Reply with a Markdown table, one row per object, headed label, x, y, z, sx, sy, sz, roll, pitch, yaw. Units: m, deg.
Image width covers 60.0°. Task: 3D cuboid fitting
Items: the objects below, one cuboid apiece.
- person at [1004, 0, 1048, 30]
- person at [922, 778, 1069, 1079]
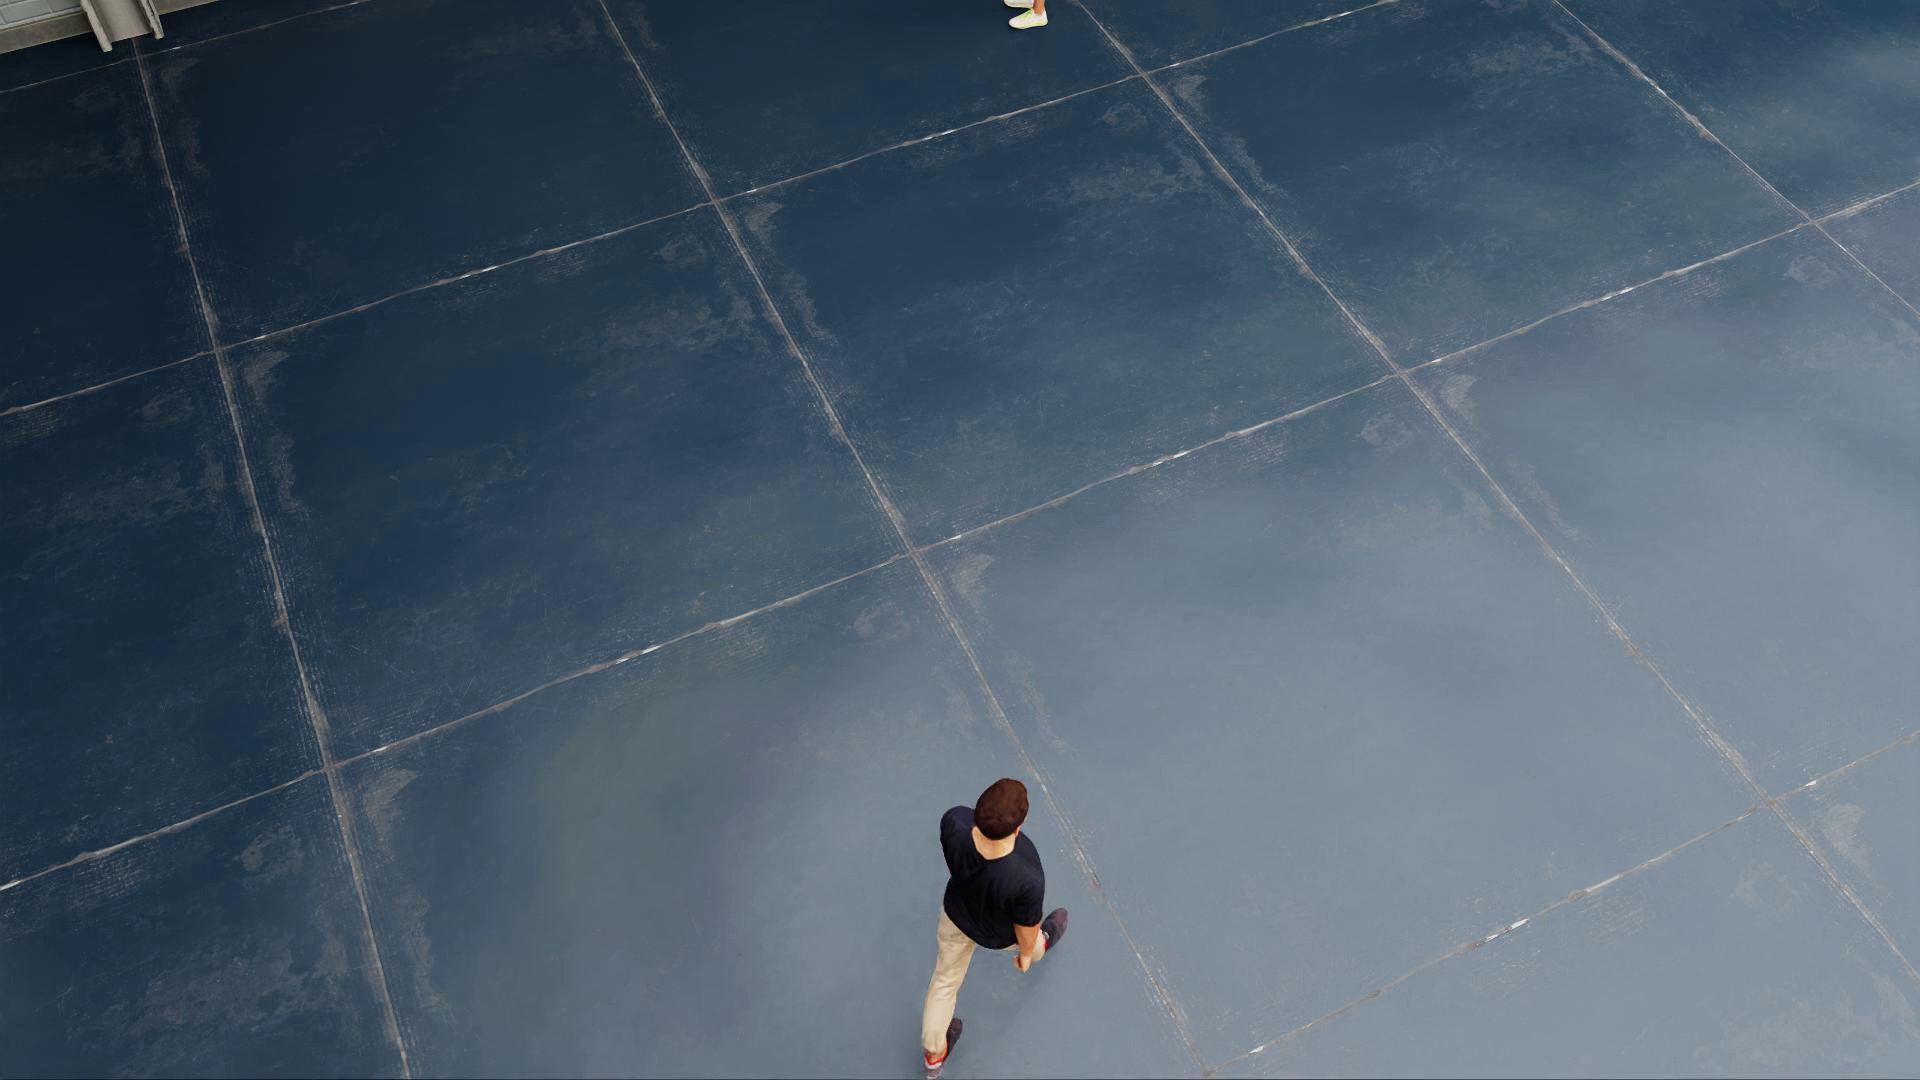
| label | x | y | z | sx | sy | sz | roll | pitch | yaw |
| --- | --- | --- | --- | --- | --- | --- | --- | --- | --- |
| person | 0.480 | -4.139 | 10.689 | 0.680 | 1.792 | 0.665 | -2 | 52 | -1 |
| person | 0.049 | 1.490 | 6.319 | 1.060 | 1.810 | 1.251 | 27 | 57 | 20 |
